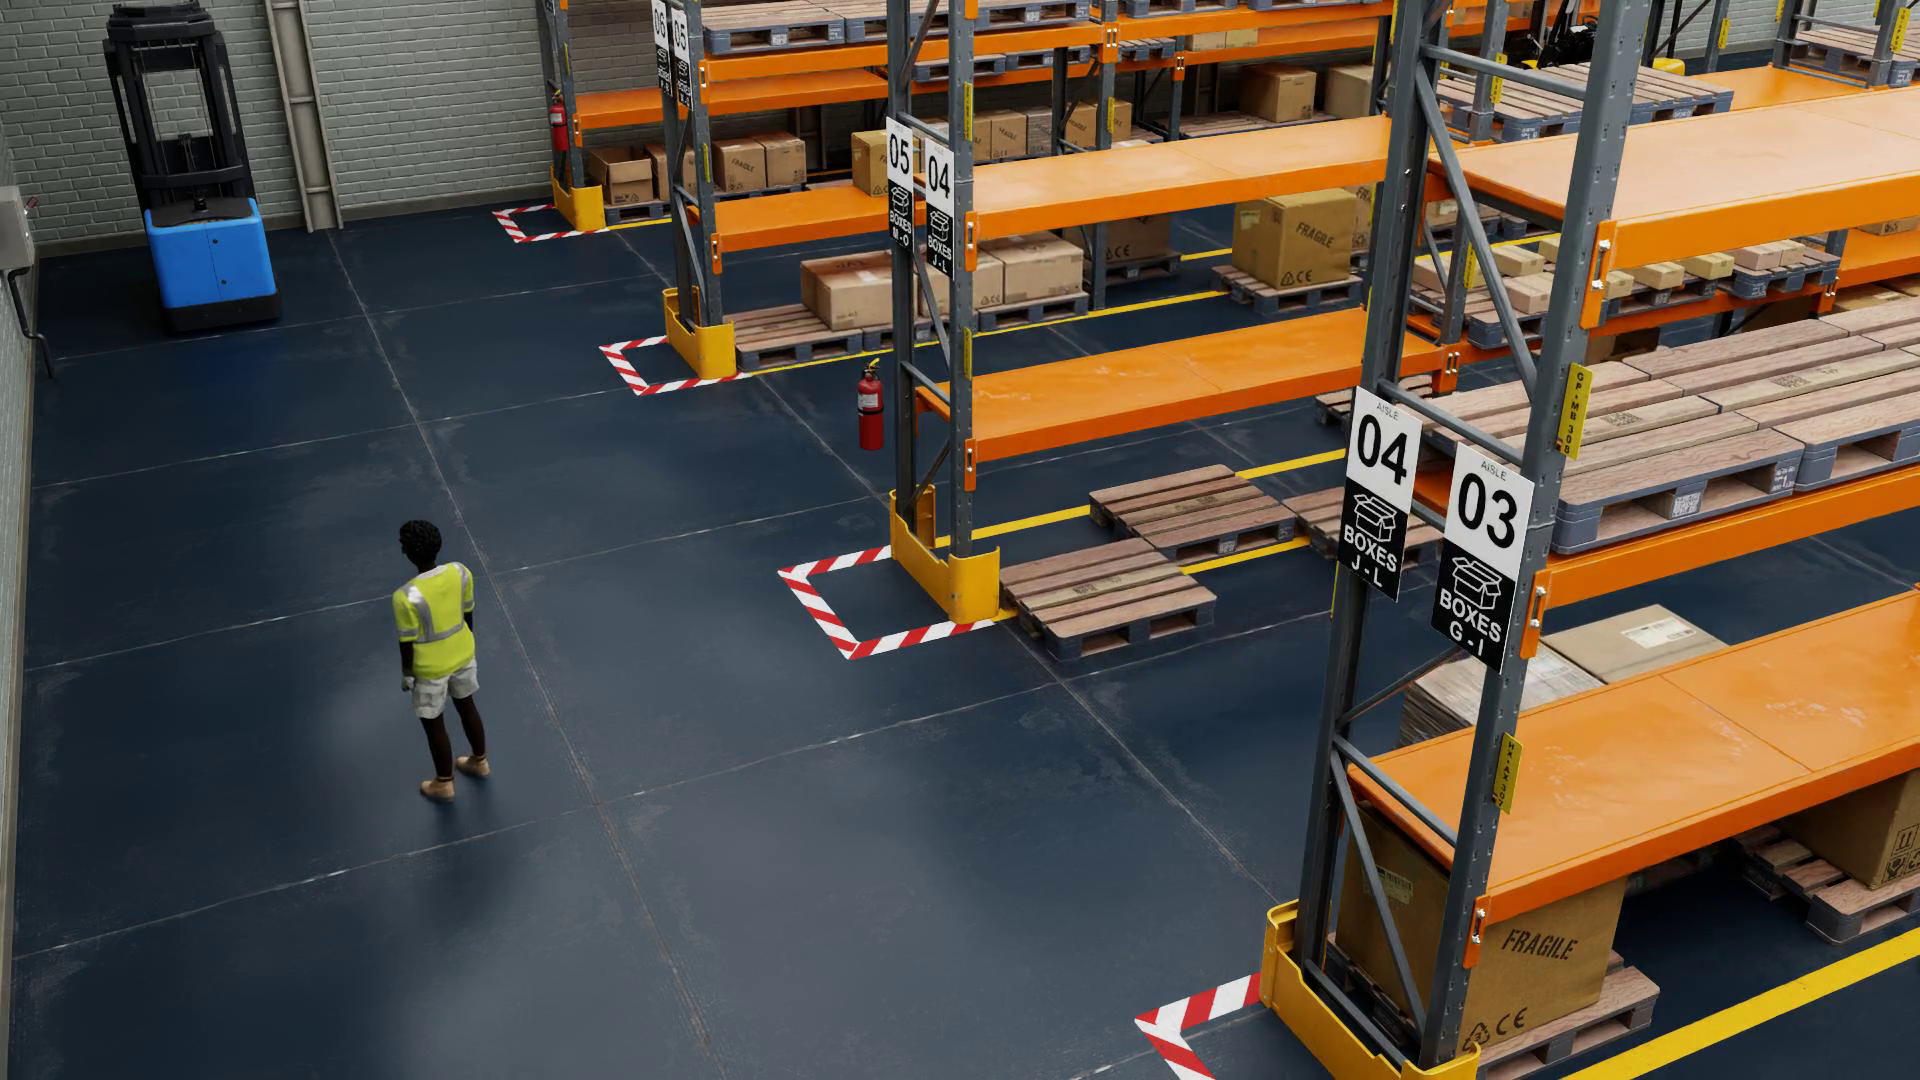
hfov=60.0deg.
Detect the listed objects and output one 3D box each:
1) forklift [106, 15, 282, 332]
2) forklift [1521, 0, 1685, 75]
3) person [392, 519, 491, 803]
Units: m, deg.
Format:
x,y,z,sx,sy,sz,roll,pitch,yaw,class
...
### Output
x,y,z,sx,sy,sz,roll,pitch,yaw,class
-7.548,-3.672,16.323,1.129,2.768,1.873,-12,30,-22,forklift
8.950,-6.807,23.056,1.214,2.155,2.313,-12,30,-22,forklift
-2.894,0.665,9.287,0.320,1.685,0.540,15,31,26,person
